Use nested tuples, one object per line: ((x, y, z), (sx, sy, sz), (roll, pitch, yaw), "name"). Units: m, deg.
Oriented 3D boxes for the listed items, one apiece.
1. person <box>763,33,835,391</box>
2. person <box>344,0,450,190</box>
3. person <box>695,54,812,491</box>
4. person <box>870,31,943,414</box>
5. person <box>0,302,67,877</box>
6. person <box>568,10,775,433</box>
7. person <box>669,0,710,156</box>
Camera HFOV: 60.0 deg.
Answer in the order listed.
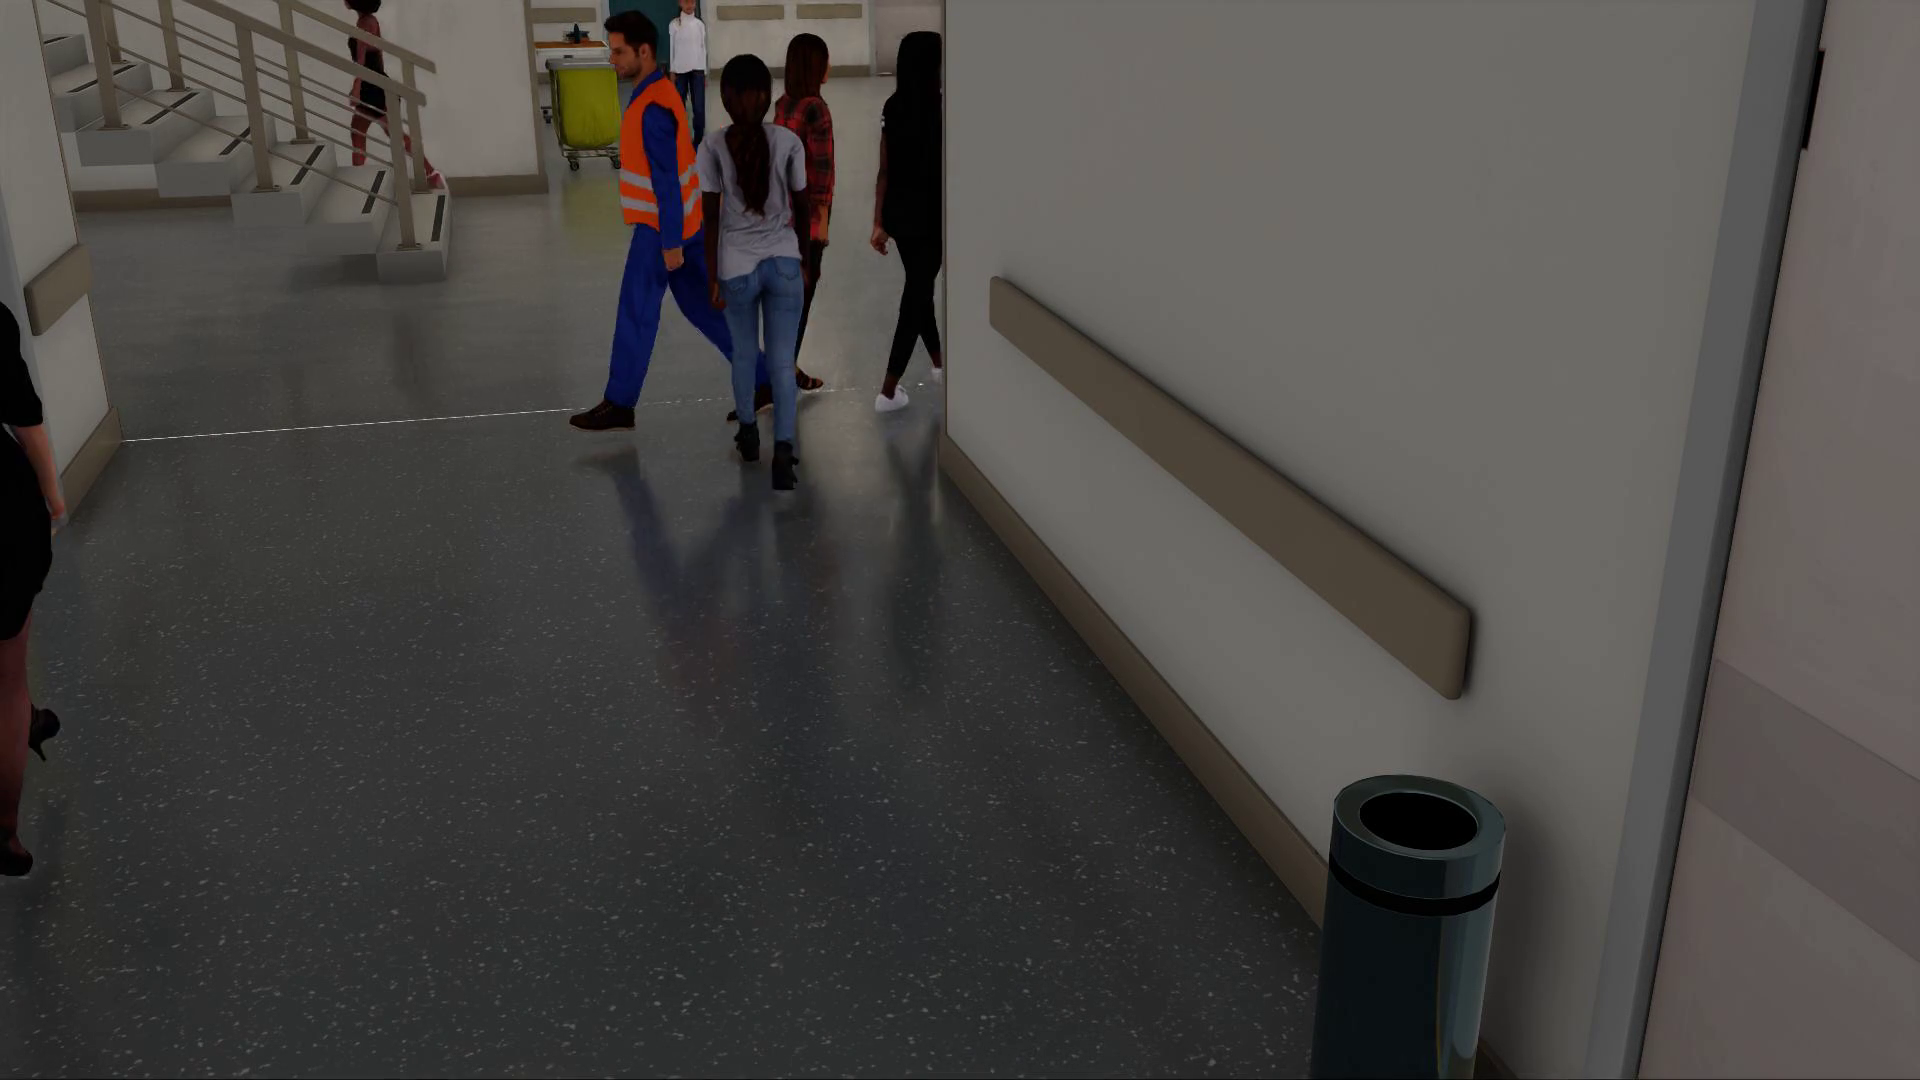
((-0.798, -1.535, 7.960), (0.703, 1.687, 0.707), (-14, 25, -33), "person")
((-4.439, -3.439, 12.907), (1.079, 1.742, 0.531), (-5, 21, -13), "person")
((-0.767, -1.000, 6.550), (1.063, 1.684, 0.724), (-4, 21, -9), "person")
((-0.223, -1.404, 7.588), (1.053, 1.704, 1.127), (11, 23, 26), "person")
((-2.346, 0.018, 3.910), (1.035, 1.650, 0.652), (-6, 22, -15), "person")
((-1.170, -1.321, 7.222), (1.251, 1.808, 0.817), (-2, 21, -6), "person")
((-2.603, -4.463, 15.891), (0.853, 1.543, 0.575), (-5, 21, -14), "person")
